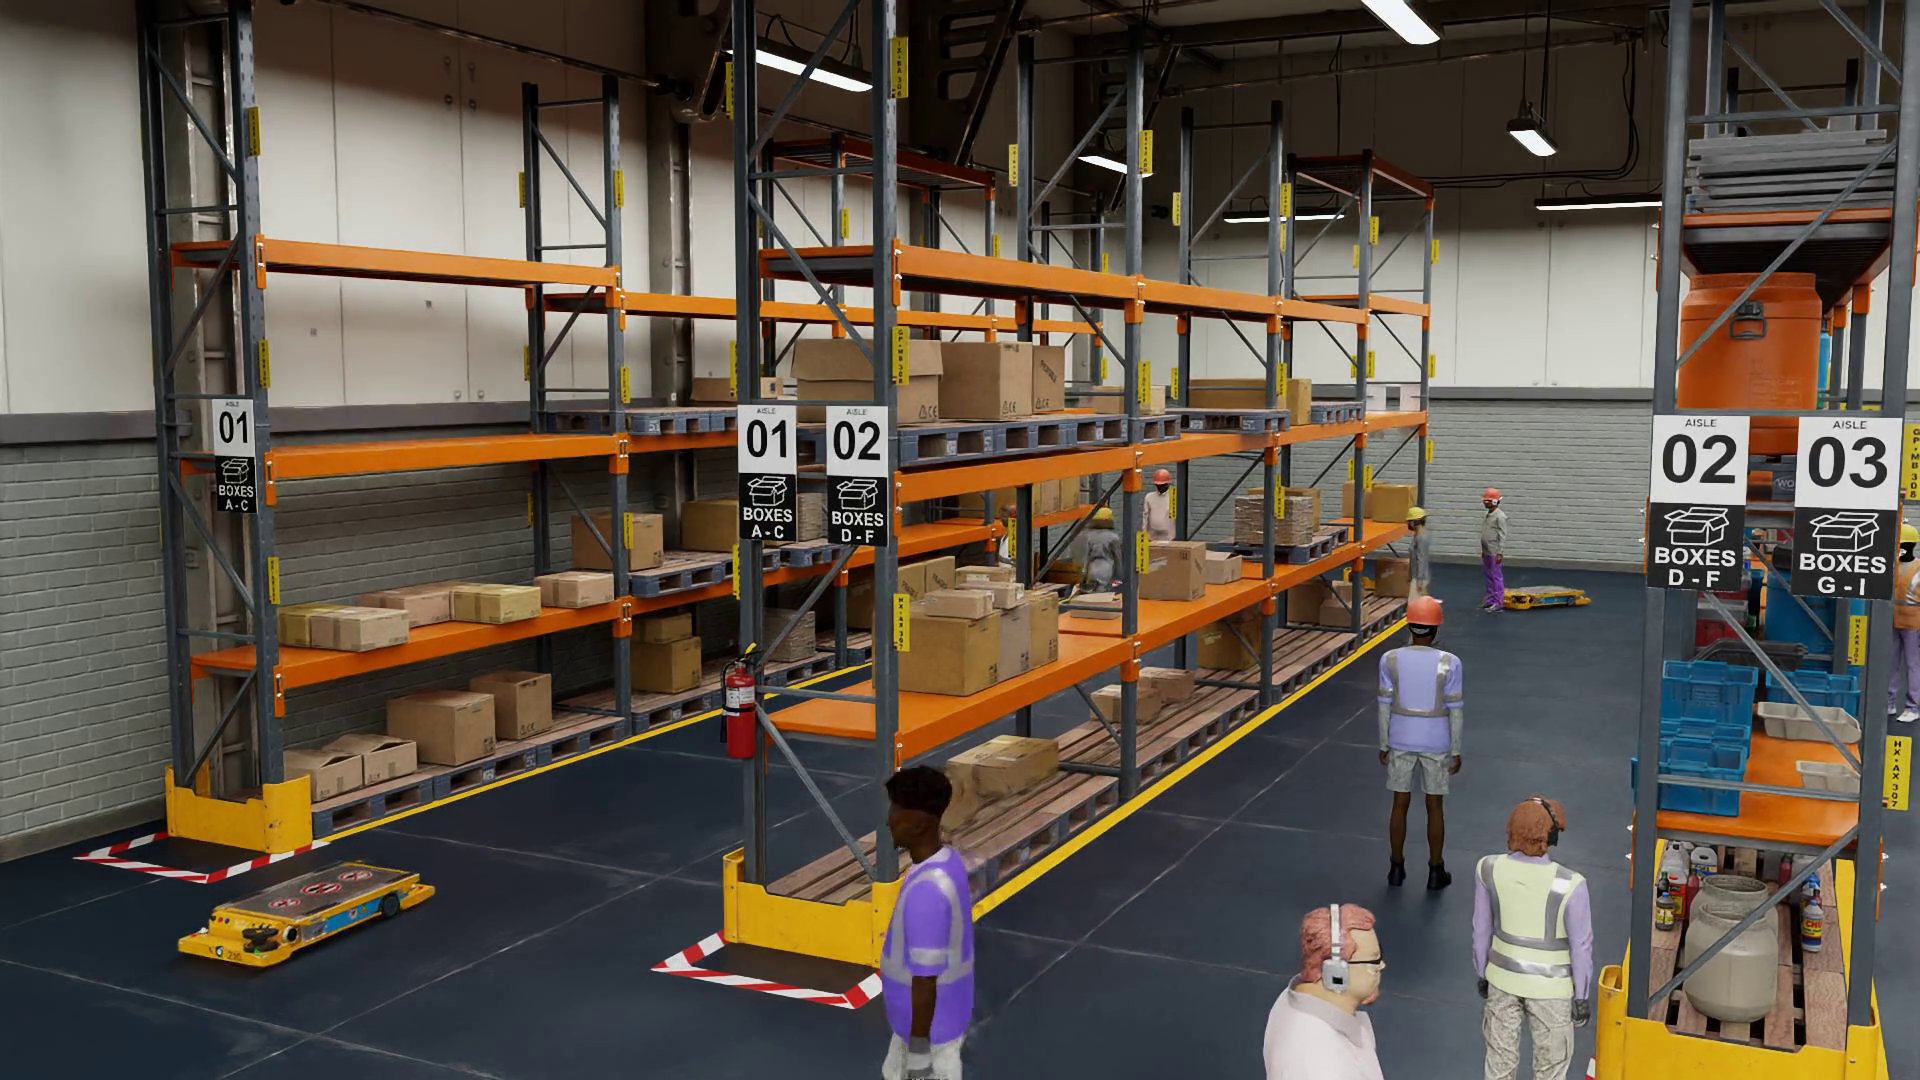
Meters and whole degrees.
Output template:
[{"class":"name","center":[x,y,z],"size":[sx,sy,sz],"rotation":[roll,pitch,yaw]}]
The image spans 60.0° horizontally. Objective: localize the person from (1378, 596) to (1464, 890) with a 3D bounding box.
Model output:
[{"class":"person","center":[3.045,1.335,11.001],"size":[0.552,1.937,0.356],"rotation":[3,6,24]}]

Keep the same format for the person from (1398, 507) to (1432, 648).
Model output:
[{"class":"person","center":[5.542,0.477,20.219],"size":[0.377,1.749,0.534],"rotation":[2,6,16]}]

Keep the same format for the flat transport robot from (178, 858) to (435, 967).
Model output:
[{"class":"flat transport robot","center":[-3.953,2.246,10.159],"size":[0.652,0.197,1.431],"rotation":[3,6,23]}]

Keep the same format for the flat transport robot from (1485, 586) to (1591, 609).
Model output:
[{"class":"flat transport robot","center":[8.350,0.821,24.019],"size":[1.431,0.197,0.652],"rotation":[-3,7,-27]}]

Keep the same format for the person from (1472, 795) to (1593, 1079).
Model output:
[{"class":"person","center":[2.404,1.892,7.010],"size":[0.514,1.642,0.310],"rotation":[5,8,43]}]

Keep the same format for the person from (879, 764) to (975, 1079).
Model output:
[{"class":"person","center":[-0.035,1.816,6.385],"size":[0.886,1.943,0.609],"rotation":[0,6,5]}]

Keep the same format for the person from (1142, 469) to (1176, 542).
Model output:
[{"class":"person","center":[2.924,-0.038,24.117],"size":[0.611,1.988,0.391],"rotation":[3,6,25]}]

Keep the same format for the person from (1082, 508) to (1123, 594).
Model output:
[{"class":"person","center":[1.825,0.448,20.783],"size":[0.499,1.691,0.912],"rotation":[5,7,38]}]

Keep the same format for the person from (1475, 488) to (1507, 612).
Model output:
[{"class":"person","center":[7.507,0.140,23.512],"size":[0.343,1.749,0.572],"rotation":[-1,6,-6]}]

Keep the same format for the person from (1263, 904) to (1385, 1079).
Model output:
[{"class":"person","center":[1.083,1.986,4.812],"size":[0.407,1.910,0.639],"rotation":[0,6,4]}]
